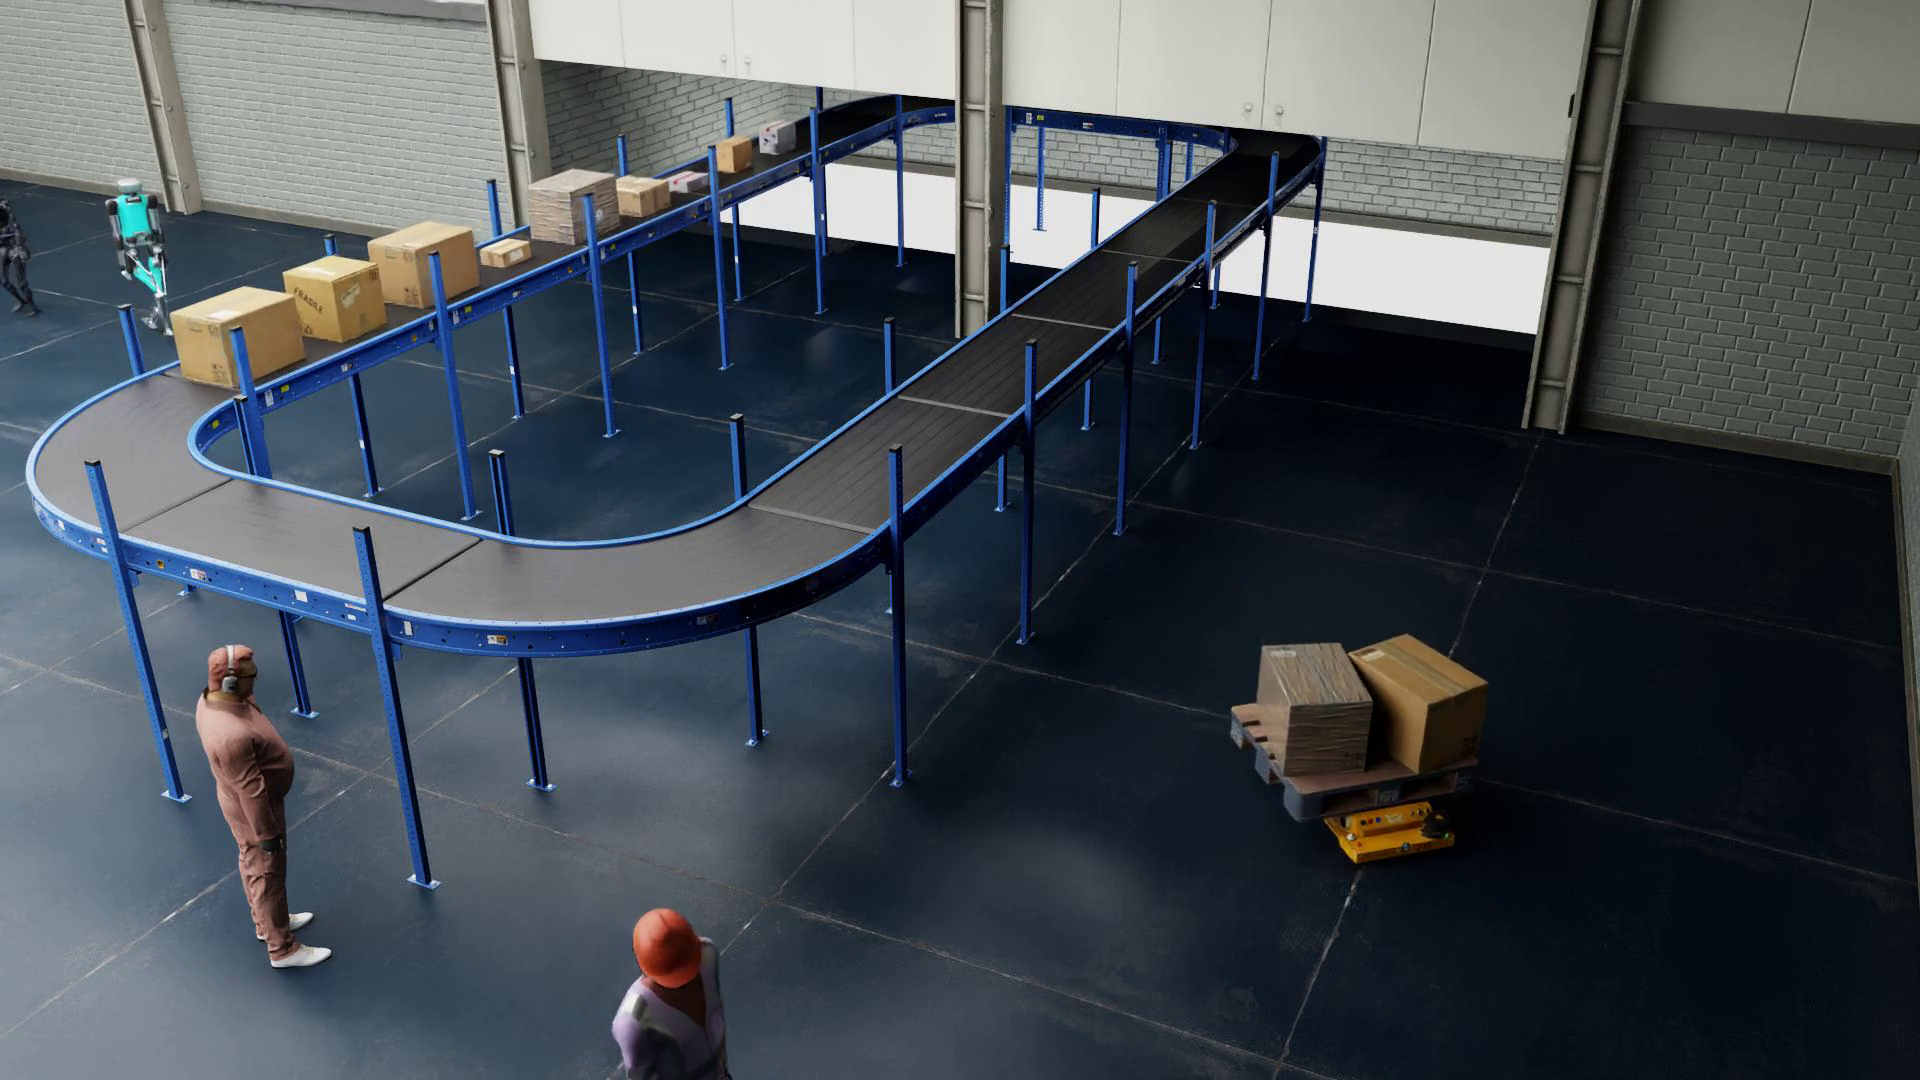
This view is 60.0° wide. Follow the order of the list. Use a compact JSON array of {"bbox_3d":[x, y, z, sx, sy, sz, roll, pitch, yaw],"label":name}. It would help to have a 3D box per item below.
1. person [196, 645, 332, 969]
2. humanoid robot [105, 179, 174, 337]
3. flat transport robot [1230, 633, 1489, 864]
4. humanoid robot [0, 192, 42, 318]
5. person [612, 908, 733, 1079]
[{"bbox_3d":[-3.711,1.405,8.812,0.413,1.903,0.638,-15,30,-28],"label":"person"},{"bbox_3d":[-8.652,-2.953,17.804,1.044,1.747,0.560,22,34,37],"label":"humanoid robot"},{"bbox_3d":[2.468,1.497,10.460,0.659,0.231,1.431,-7,27,-14],"label":"flat transport robot"},{"bbox_3d":[-10.591,-3.279,18.513,0.604,1.645,0.377,11,28,20],"label":"humanoid robot"},{"bbox_3d":[-1.211,2.279,6.937,0.651,2.007,0.615,14,29,25],"label":"person"}]
